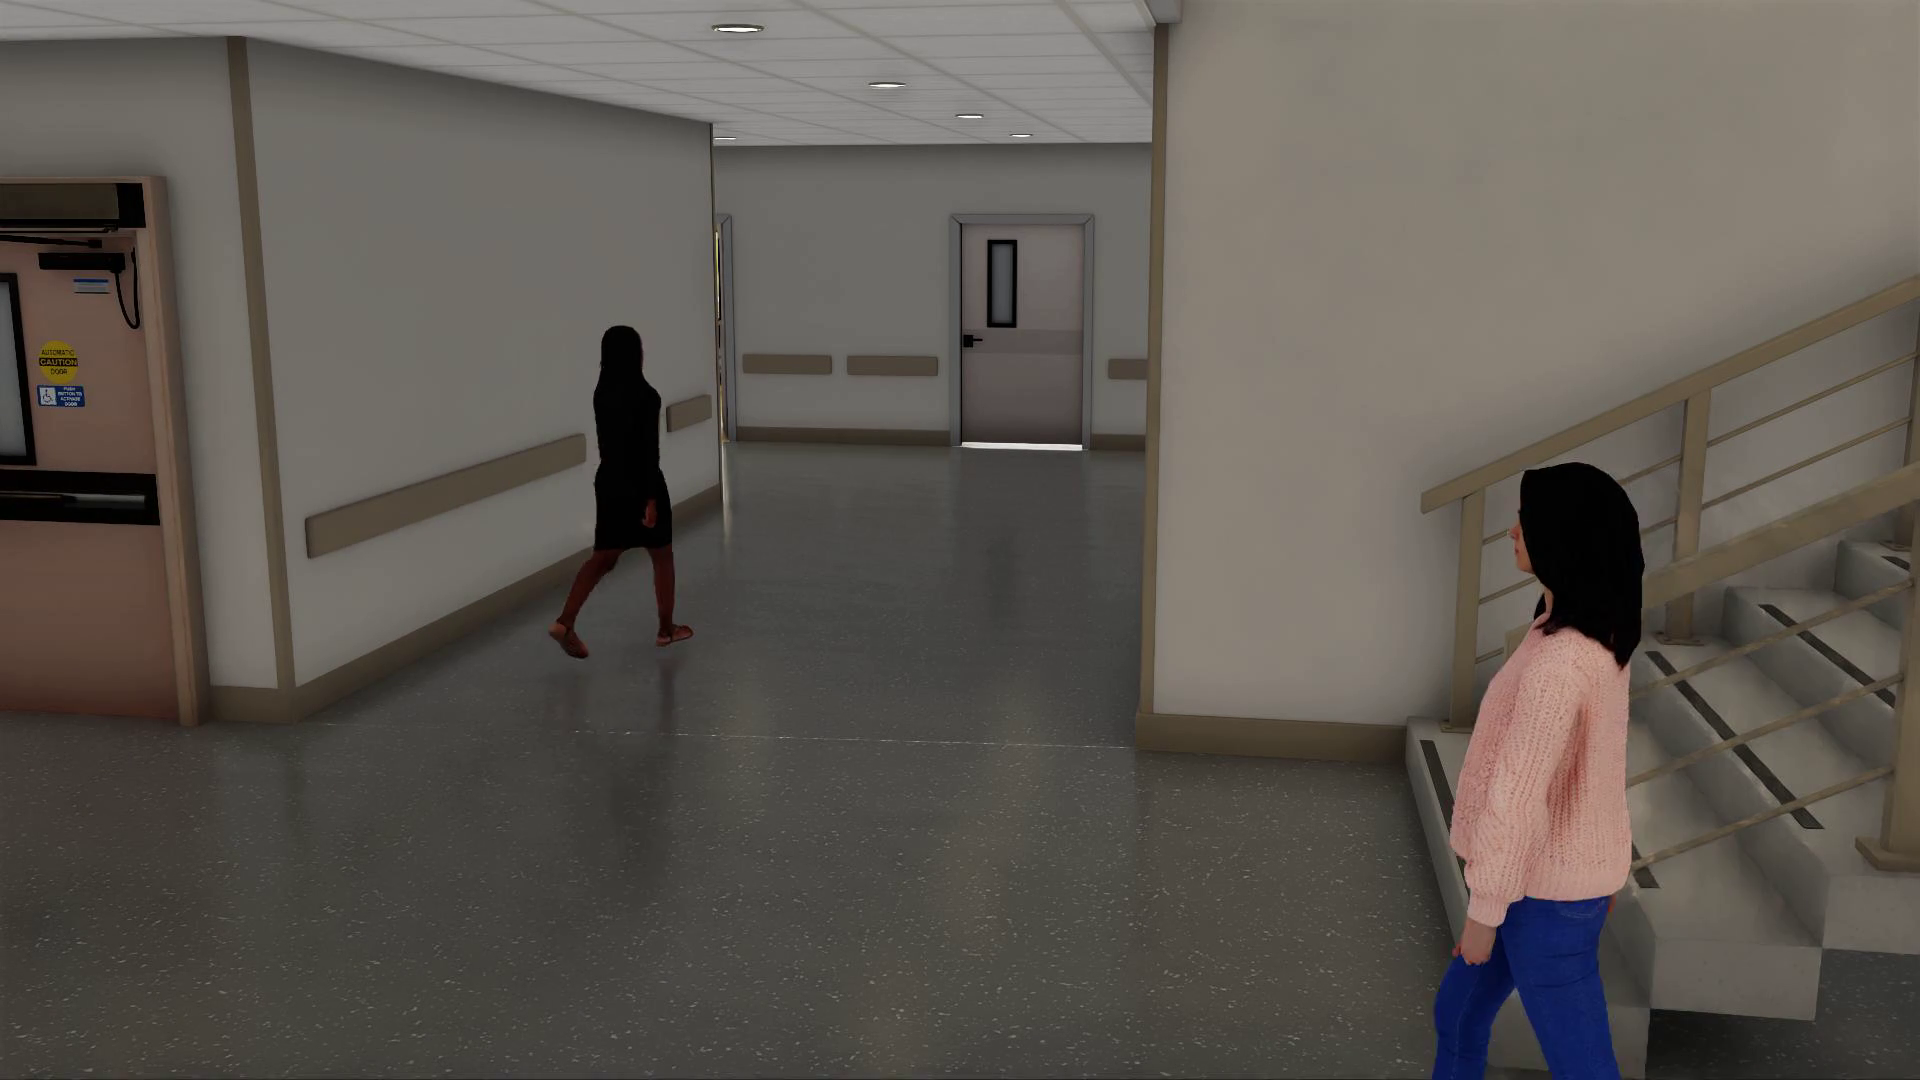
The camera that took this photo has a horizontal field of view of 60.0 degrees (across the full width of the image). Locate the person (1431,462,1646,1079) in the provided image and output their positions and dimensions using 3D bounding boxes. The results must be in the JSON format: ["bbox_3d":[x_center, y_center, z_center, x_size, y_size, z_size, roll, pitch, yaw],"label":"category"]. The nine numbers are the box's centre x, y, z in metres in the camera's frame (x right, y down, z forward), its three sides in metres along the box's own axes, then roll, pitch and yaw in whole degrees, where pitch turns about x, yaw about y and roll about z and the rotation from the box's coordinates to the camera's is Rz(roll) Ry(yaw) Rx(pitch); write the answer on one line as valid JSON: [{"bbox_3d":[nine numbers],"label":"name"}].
[{"bbox_3d":[1.251,0.748,3.269,1.232,1.729,0.956,7,13,33],"label":"person"}]

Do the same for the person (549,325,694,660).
[{"bbox_3d":[-1.738,-0.205,8.402,1.184,1.688,1.004,7,13,33],"label":"person"}]
